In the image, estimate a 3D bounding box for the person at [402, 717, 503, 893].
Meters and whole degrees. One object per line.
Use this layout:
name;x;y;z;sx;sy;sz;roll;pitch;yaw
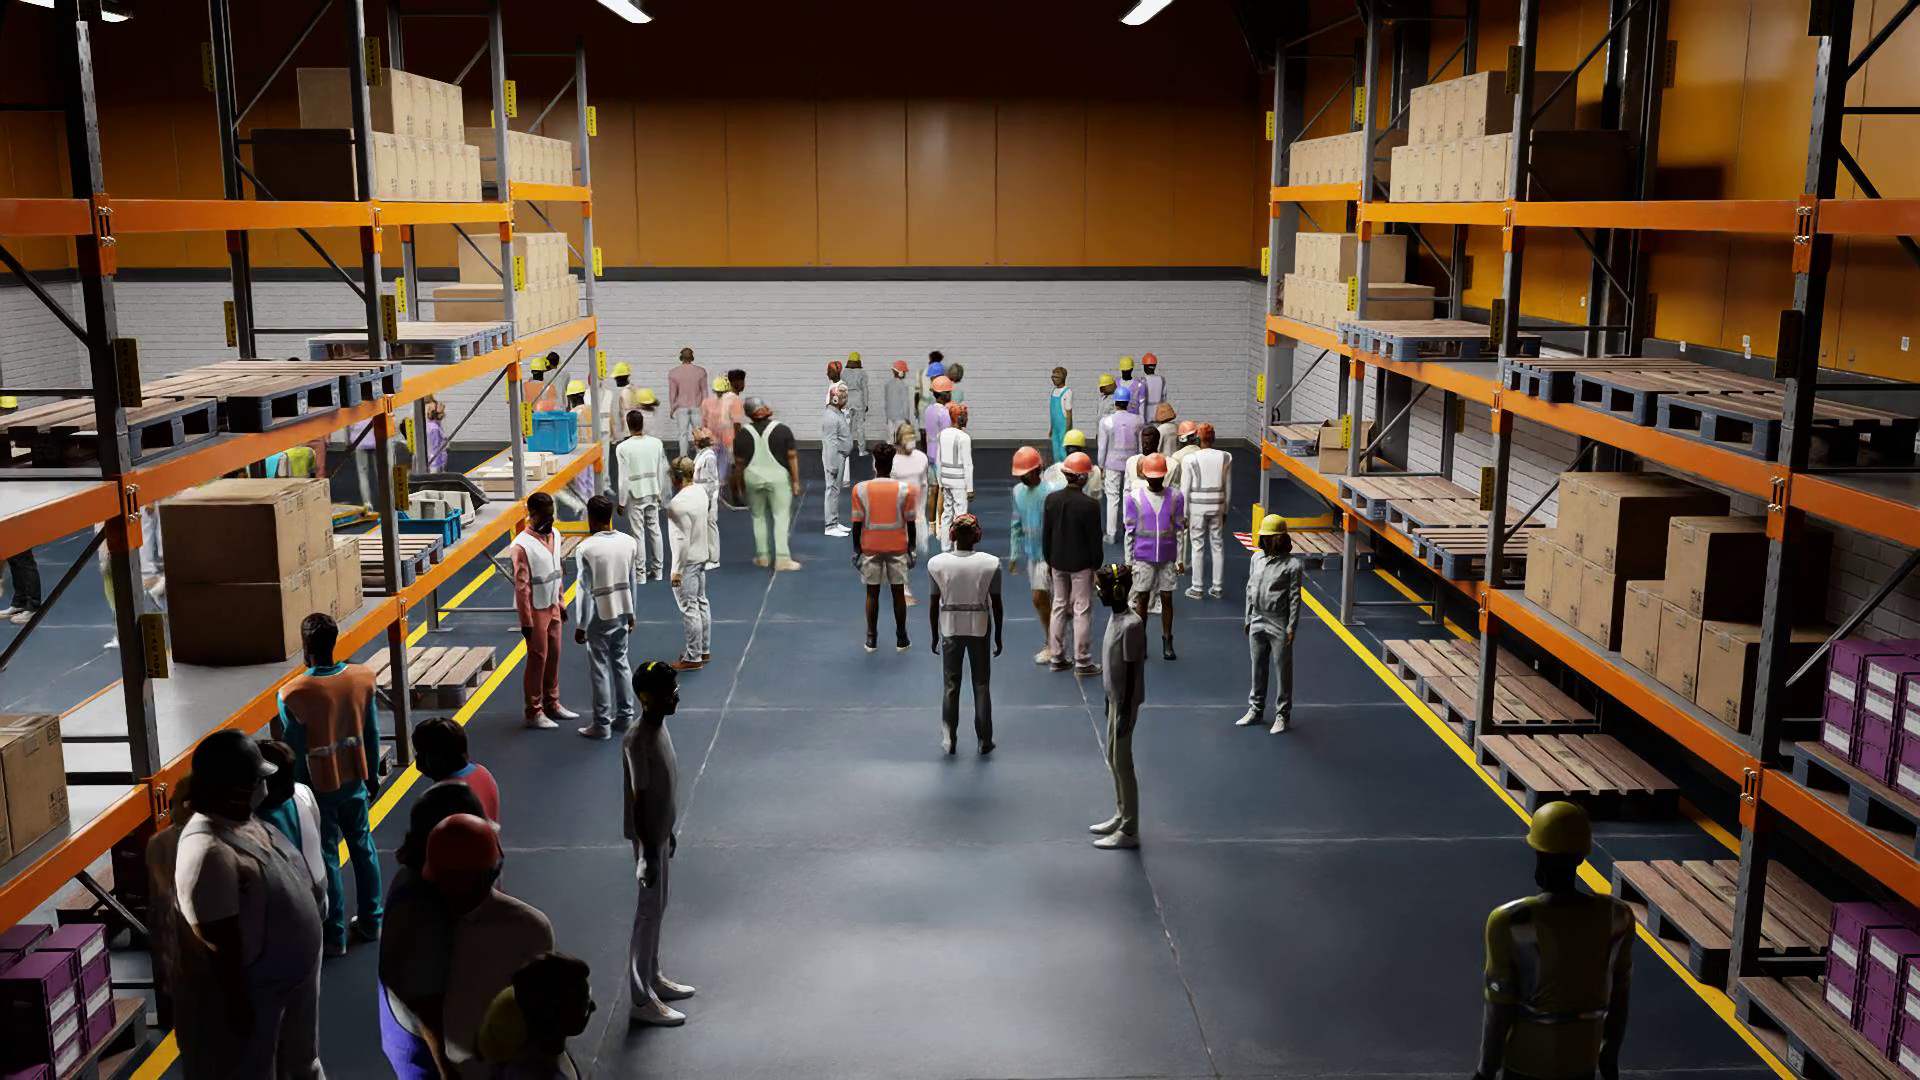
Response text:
person;-2.322;1.700;7.640;0.429;1.834;0.638;1;11;3

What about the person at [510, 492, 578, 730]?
person;-3.331;0.554;13.199;0.402;1.908;0.598;3;12;15

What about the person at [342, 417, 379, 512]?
person;-8.043;-1.310;22.560;0.599;1.897;0.636;-5;12;-24

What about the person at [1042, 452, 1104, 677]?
person;1.012;0.213;14.679;0.623;1.992;0.385;10;15;40

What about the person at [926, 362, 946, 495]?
person;-0.292;-1.605;23.962;0.418;1.930;0.627;-2;11;-8

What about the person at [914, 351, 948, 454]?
person;-0.441;-2.017;26.102;0.644;1.896;0.817;1;11;7

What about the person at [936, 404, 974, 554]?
person;-0.037;-0.635;19.210;0.340;1.882;0.585;-8;14;-36

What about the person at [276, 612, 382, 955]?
person;-3.465;1.344;9.201;0.376;1.917;0.600;8;14;33

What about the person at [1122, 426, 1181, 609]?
person;1.953;-0.217;17.031;0.596;1.916;0.372;6;13;26

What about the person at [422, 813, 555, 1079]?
person;-1.752;1.935;6.077;0.621;1.985;0.408;3;12;15

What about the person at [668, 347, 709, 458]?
person;-4.290;-2.077;26.304;0.627;1.940;0.372;-3;12;-16

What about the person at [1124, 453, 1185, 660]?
person;1.778;0.150;15.184;0.549;1.924;0.386;0;11;-1

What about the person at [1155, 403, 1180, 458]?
person;2.657;-0.956;21.483;0.285;1.629;0.503;11;15;43

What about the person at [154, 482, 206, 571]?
person;-8.772;-0.474;19.000;0.871;1.653;0.548;-11;16;-44

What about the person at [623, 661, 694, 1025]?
person;-1.547;1.516;8.463;0.309;1.868;0.534;0;11;1

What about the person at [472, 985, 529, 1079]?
person;-1.475;2.201;5.482;0.362;1.690;0.632;-4;12;-18

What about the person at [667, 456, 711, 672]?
person;-2.427;0.208;14.843;0.355;1.938;0.636;2;11;10

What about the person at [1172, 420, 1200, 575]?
person;2.565;-0.482;18.804;0.568;1.742;0.352;-8;14;-34

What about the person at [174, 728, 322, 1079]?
person;-2.905;1.752;6.849;0.536;2.000;0.674;-4;12;-20

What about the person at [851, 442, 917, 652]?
person;-0.703;0.071;15.465;0.614;1.963;0.362;0;11;-1

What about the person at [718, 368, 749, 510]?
person;-3.070;-1.364;22.672;0.453;1.954;0.618;-4;12;-20

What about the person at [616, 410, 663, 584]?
person;-3.512;-0.471;18.313;0.398;1.915;0.589;10;15;42

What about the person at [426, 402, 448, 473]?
person;-6.776;-0.968;21.522;0.312;1.632;0.526;-4;12;-21

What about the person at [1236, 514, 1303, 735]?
person;2.443;0.657;13.086;0.485;1.745;0.296;11;16;43

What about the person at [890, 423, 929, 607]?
person;-0.588;-0.272;17.295;0.633;1.920;0.483;-8;14;-36

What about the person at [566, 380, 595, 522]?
person;-4.891;-1.103;21.491;0.399;1.915;0.592;4;12;18

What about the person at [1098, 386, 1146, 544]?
person;1.986;-0.914;20.447;0.602;1.949;0.389;-1;11;-7

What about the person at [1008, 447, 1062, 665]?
person;0.710;0.141;15.032;0.556;1.995;0.648;-9;15;-39

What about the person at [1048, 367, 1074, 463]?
person;1.468;-1.609;24.229;0.340;1.839;0.501;-5;13;-26

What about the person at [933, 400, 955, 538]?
person;-0.182;-0.892;20.863;0.348;1.740;0.574;-3;12;-15

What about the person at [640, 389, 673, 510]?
person;-4.133;-1.215;22.585;0.631;1.692;0.526;5;12;25

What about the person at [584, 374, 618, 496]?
person;-5.190;-1.516;23.746;0.384;1.841;0.564;9;15;40

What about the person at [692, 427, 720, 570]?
person;-2.907;-0.478;19.040;0.308;1.640;0.511;-5;12;-22
